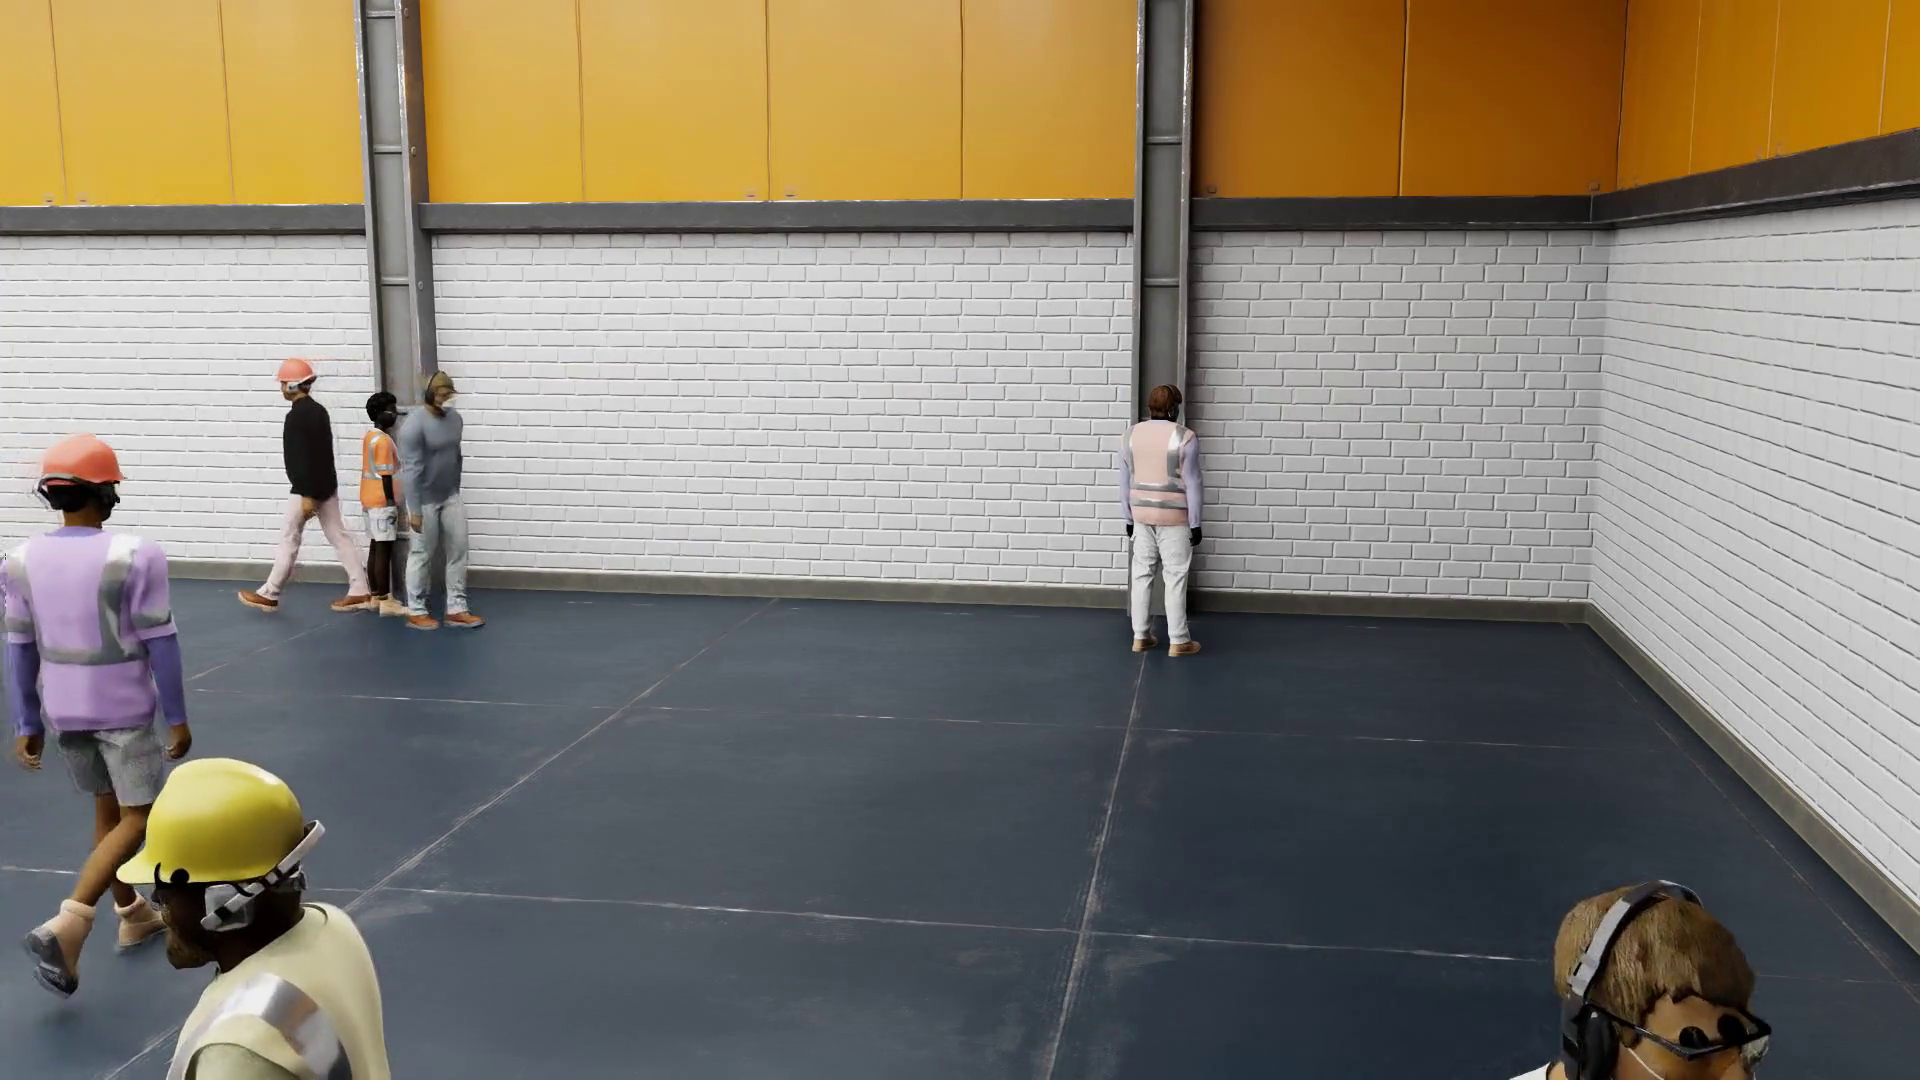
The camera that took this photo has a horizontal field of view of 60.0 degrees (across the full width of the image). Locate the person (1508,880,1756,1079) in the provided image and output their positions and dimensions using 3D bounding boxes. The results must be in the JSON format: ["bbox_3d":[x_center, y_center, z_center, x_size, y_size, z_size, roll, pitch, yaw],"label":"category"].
[{"bbox_3d":[0.798,1.347,1.993,0.645,1.889,0.974,-3,10,-20],"label":"person"}]

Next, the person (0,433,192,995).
[{"bbox_3d":[-3.181,0.623,6.076,0.617,2.023,0.850,1,9,9],"label":"person"}]

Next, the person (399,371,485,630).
[{"bbox_3d":[-3.760,-0.260,11.959,0.703,1.904,0.647,4,10,24],"label":"person"}]

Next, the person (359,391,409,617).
[{"bbox_3d":[-4.367,-0.275,12.591,0.322,1.699,0.536,-5,11,-29],"label":"person"}]

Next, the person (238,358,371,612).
[{"bbox_3d":[-4.991,-0.409,12.665,1.022,1.937,0.645,1,9,4],"label":"person"}]

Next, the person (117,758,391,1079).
[{"bbox_3d":[-1.157,1.251,2.820,0.403,1.822,0.592,-1,9,-8],"label":"person"}]

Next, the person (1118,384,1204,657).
[{"bbox_3d":[1.382,-0.134,11.288,0.621,1.845,0.429,7,11,36],"label":"person"}]
